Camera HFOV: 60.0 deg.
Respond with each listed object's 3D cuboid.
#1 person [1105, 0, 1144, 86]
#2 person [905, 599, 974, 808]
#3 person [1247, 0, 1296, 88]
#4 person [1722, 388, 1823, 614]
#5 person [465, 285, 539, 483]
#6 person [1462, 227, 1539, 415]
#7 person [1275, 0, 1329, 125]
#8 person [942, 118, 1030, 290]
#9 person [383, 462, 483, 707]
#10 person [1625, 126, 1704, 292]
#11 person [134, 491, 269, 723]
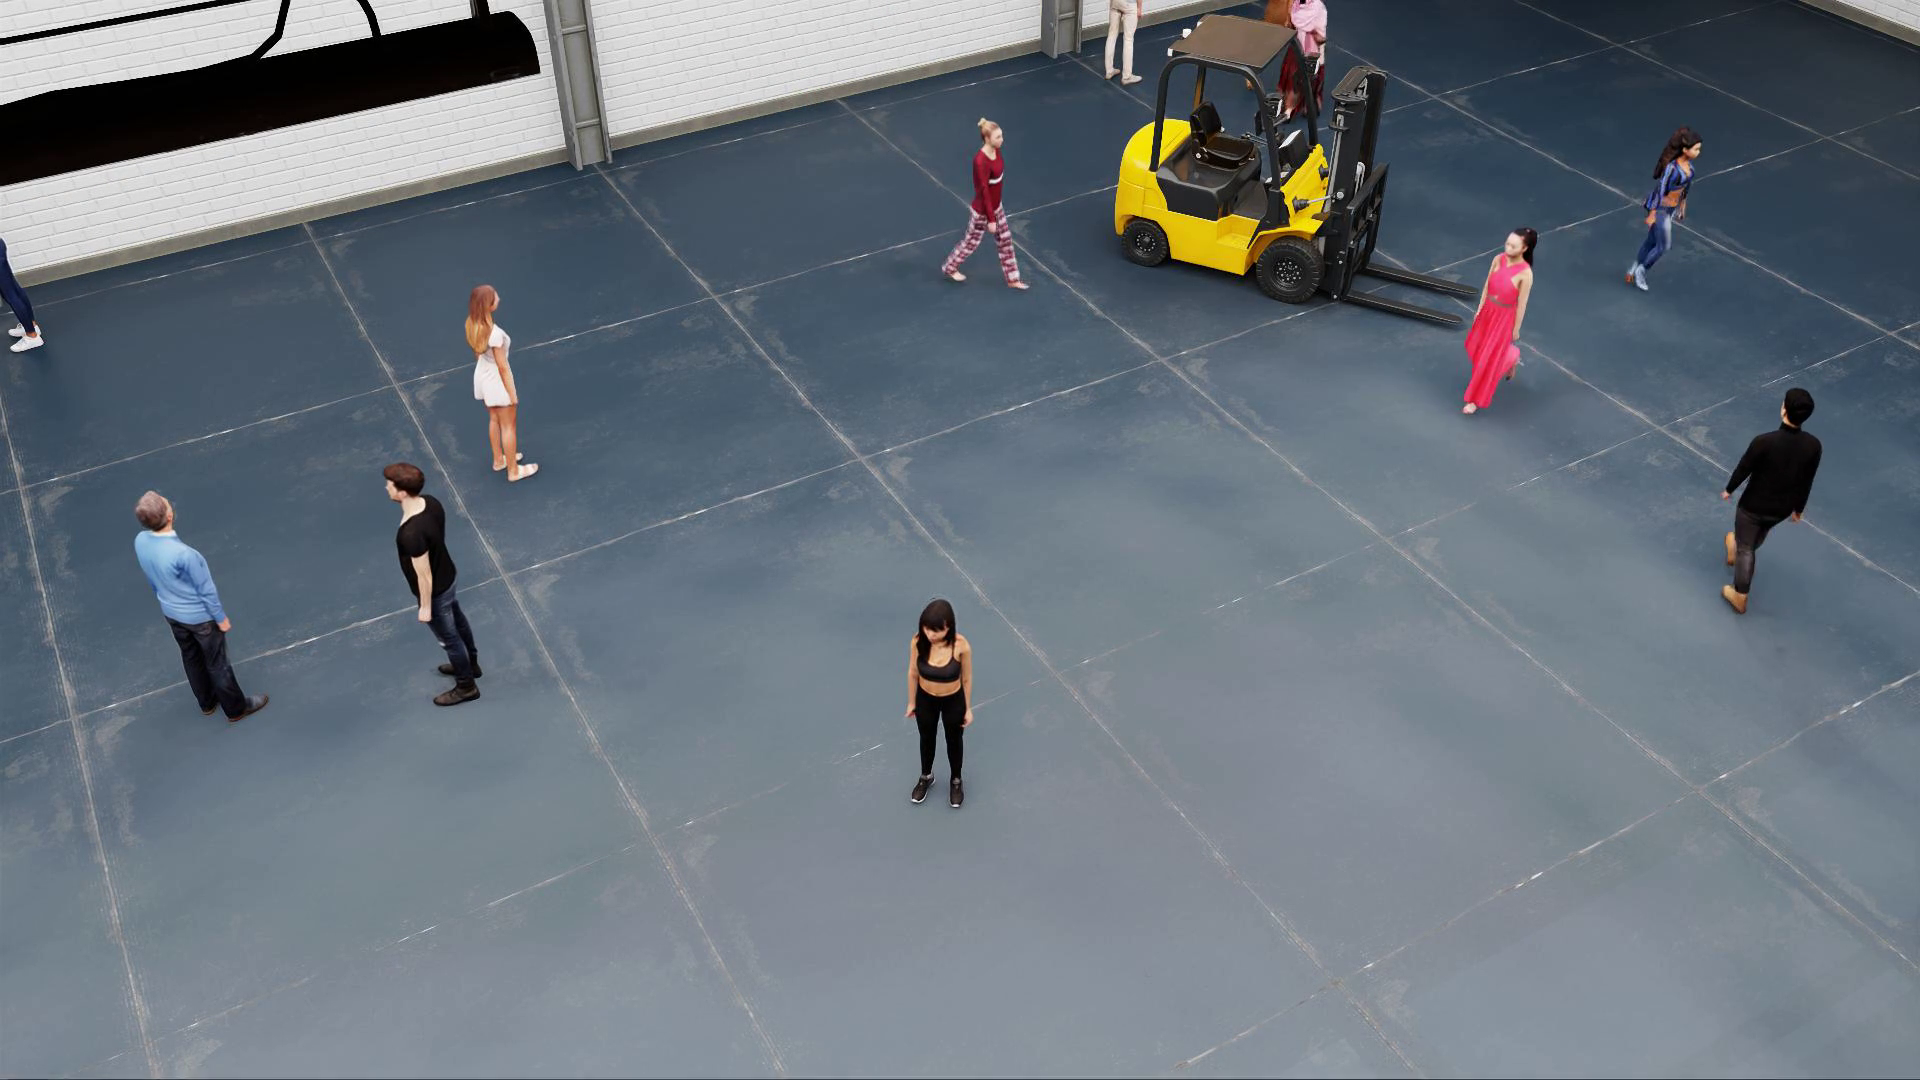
[{"bbox_3d":[1.872,-6.145,18.980,0.708,1.848,0.652,31,48,33],"label":"person"},{"bbox_3d":[-0.112,0.982,10.223,0.623,1.641,0.700,6,39,8],"label":"person"},{"bbox_3d":[3.560,-5.909,18.852,1.030,1.638,0.567,-21,43,-24],"label":"person"},{"bbox_3d":[5.703,-0.235,11.705,1.070,1.692,1.029,0,39,1],"label":"person"},{"bbox_3d":[-3.624,-1.223,12.945,0.608,1.689,0.625,-30,47,-32],"label":"person"},{"bbox_3d":[4.488,-1.817,13.671,0.866,1.710,0.602,-19,42,-22],"label":"person"},{"bbox_3d":[3.819,-5.386,18.223,0.905,1.606,1.099,28,46,30],"label":"person"},{"bbox_3d":[0.165,-3.058,15.274,1.104,1.650,1.116,15,41,18],"label":"person"},{"bbox_3d":[-3.432,0.283,10.893,0.724,1.896,0.743,-2,39,-3],"label":"person"},{"bbox_3d":[6.399,-3.050,15.297,0.618,1.607,0.756,-31,48,-33],"label":"person"},{"bbox_3d":[-4.989,0.429,10.769,0.747,1.823,0.764,17,41,20],"label":"person"}]
